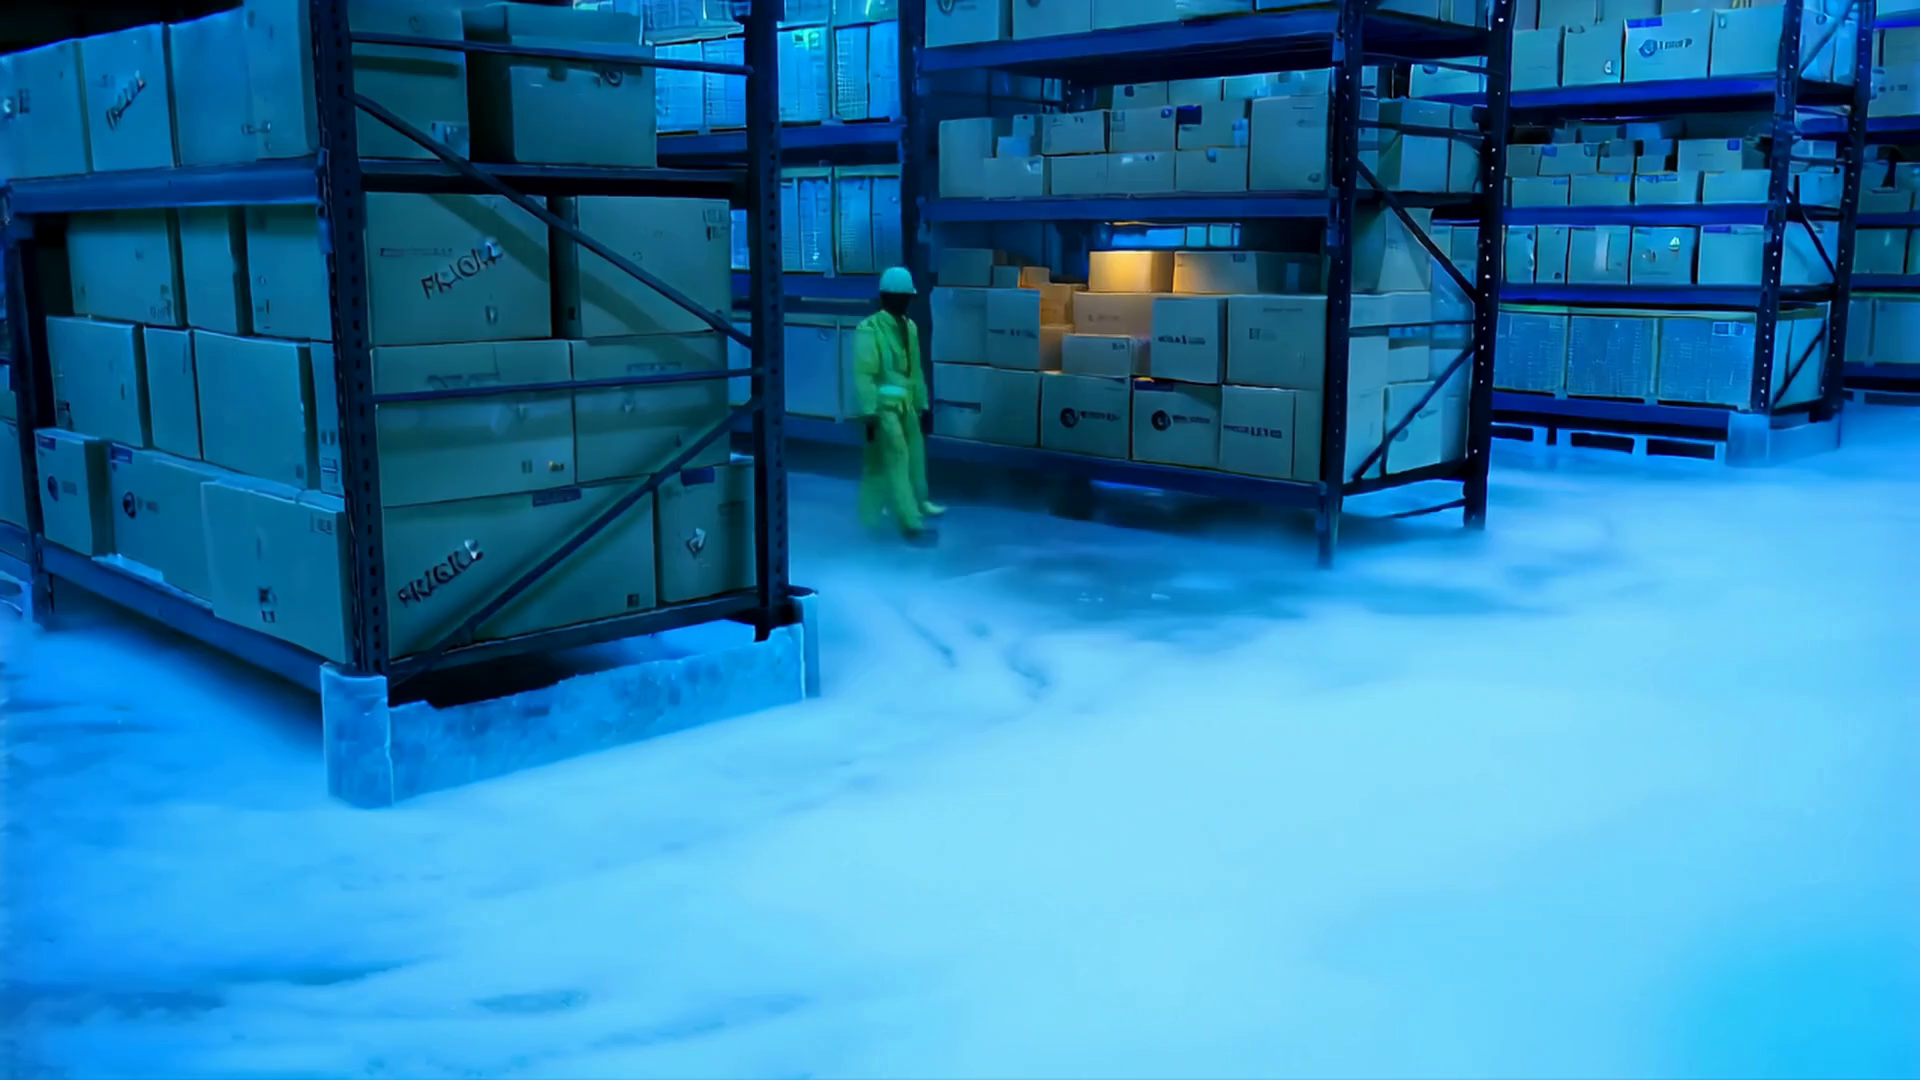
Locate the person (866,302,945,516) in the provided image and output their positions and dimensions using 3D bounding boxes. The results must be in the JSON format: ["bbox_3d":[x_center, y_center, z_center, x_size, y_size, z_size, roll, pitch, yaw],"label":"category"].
[{"bbox_3d":[-0.437,-1.007,12.525,0.776,1.714,0.505,10,15,44],"label":"person"}]

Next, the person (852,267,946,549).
[{"bbox_3d":[-0.379,-0.899,11.406,0.915,1.906,0.633,6,12,31],"label":"person"}]
